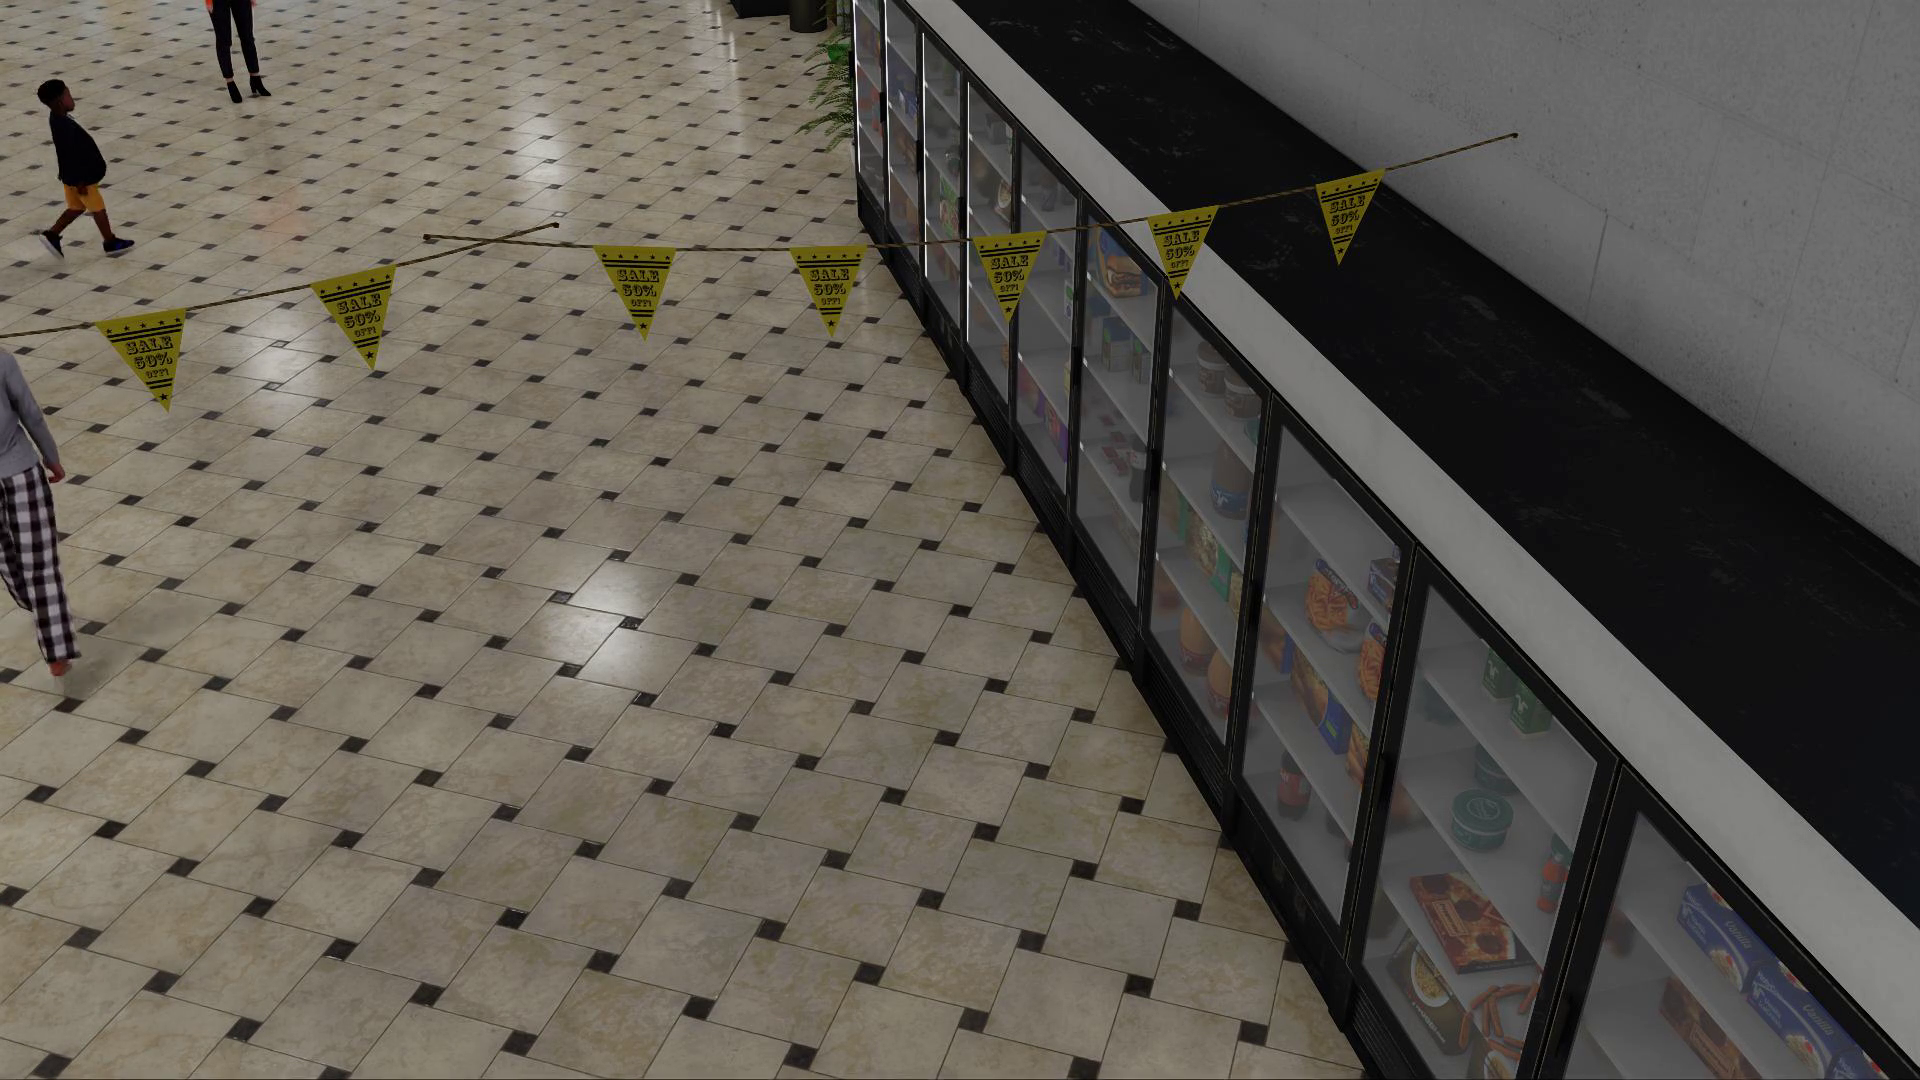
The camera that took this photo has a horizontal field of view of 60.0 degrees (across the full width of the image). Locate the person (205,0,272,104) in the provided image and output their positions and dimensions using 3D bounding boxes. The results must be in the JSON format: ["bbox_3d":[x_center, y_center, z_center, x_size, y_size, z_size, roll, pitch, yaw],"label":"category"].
[{"bbox_3d":[-6.469,-4.786,14.686,0.657,1.749,0.766,-28,41,-37],"label":"person"}]

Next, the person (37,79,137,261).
[{"bbox_3d":[-6.203,-2.545,11.553,0.898,1.253,0.734,-25,40,-34],"label":"person"}]

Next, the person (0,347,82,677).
[{"bbox_3d":[-4.204,-0.215,7.293,1.168,1.798,0.894,-16,35,-24],"label":"person"}]
